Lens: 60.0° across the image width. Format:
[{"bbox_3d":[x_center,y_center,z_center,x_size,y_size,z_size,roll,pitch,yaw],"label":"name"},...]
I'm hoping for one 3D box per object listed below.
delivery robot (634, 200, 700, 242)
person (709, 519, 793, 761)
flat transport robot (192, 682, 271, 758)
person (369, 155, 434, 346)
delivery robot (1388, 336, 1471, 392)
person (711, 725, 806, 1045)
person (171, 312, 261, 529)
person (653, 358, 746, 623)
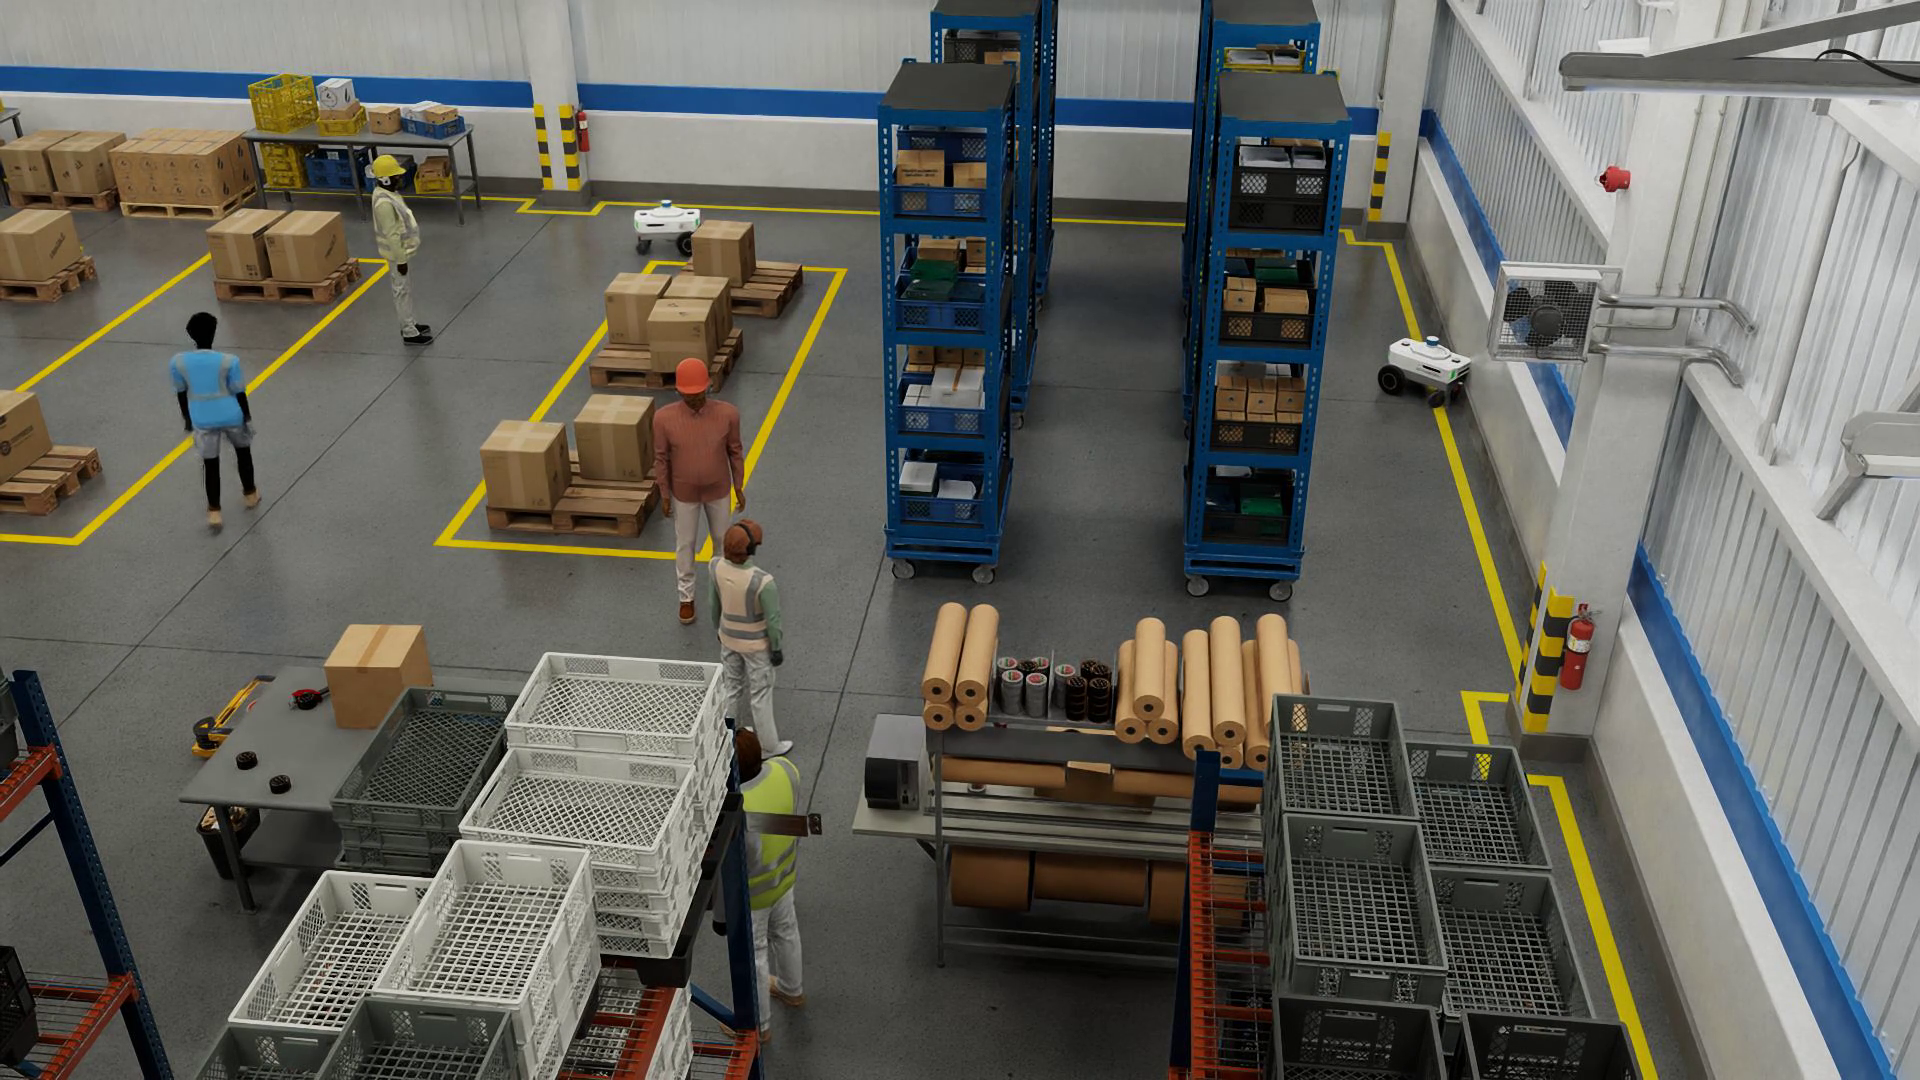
[{"bbox_3d":[-3.211,-3.485,18.255,0.707,0.478,0.477,-3,29,-5],"label":"delivery robot"},{"bbox_3d":[-1.305,0.619,10.230,0.516,1.640,0.314,18,35,28],"label":"person"},{"bbox_3d":[-4.089,1.163,10.648,1.431,0.197,0.652,3,30,6],"label":"flat transport robot"},{"bbox_3d":[-5.337,-2.769,15.859,0.403,1.835,0.588,-10,32,-16],"label":"person"},{"bbox_3d":[4.239,-1.600,15.024,0.477,0.478,0.707,-27,40,-38],"label":"delivery robot"},{"bbox_3d":[-1.025,1.686,8.215,0.430,1.837,0.629,16,34,26],"label":"person"},{"bbox_3d":[-5.754,-0.903,12.849,0.571,1.640,0.658,-5,31,-8],"label":"person"},{"bbox_3d":[-1.788,-0.348,11.543,0.613,1.995,0.391,-7,31,-11],"label":"person"}]
